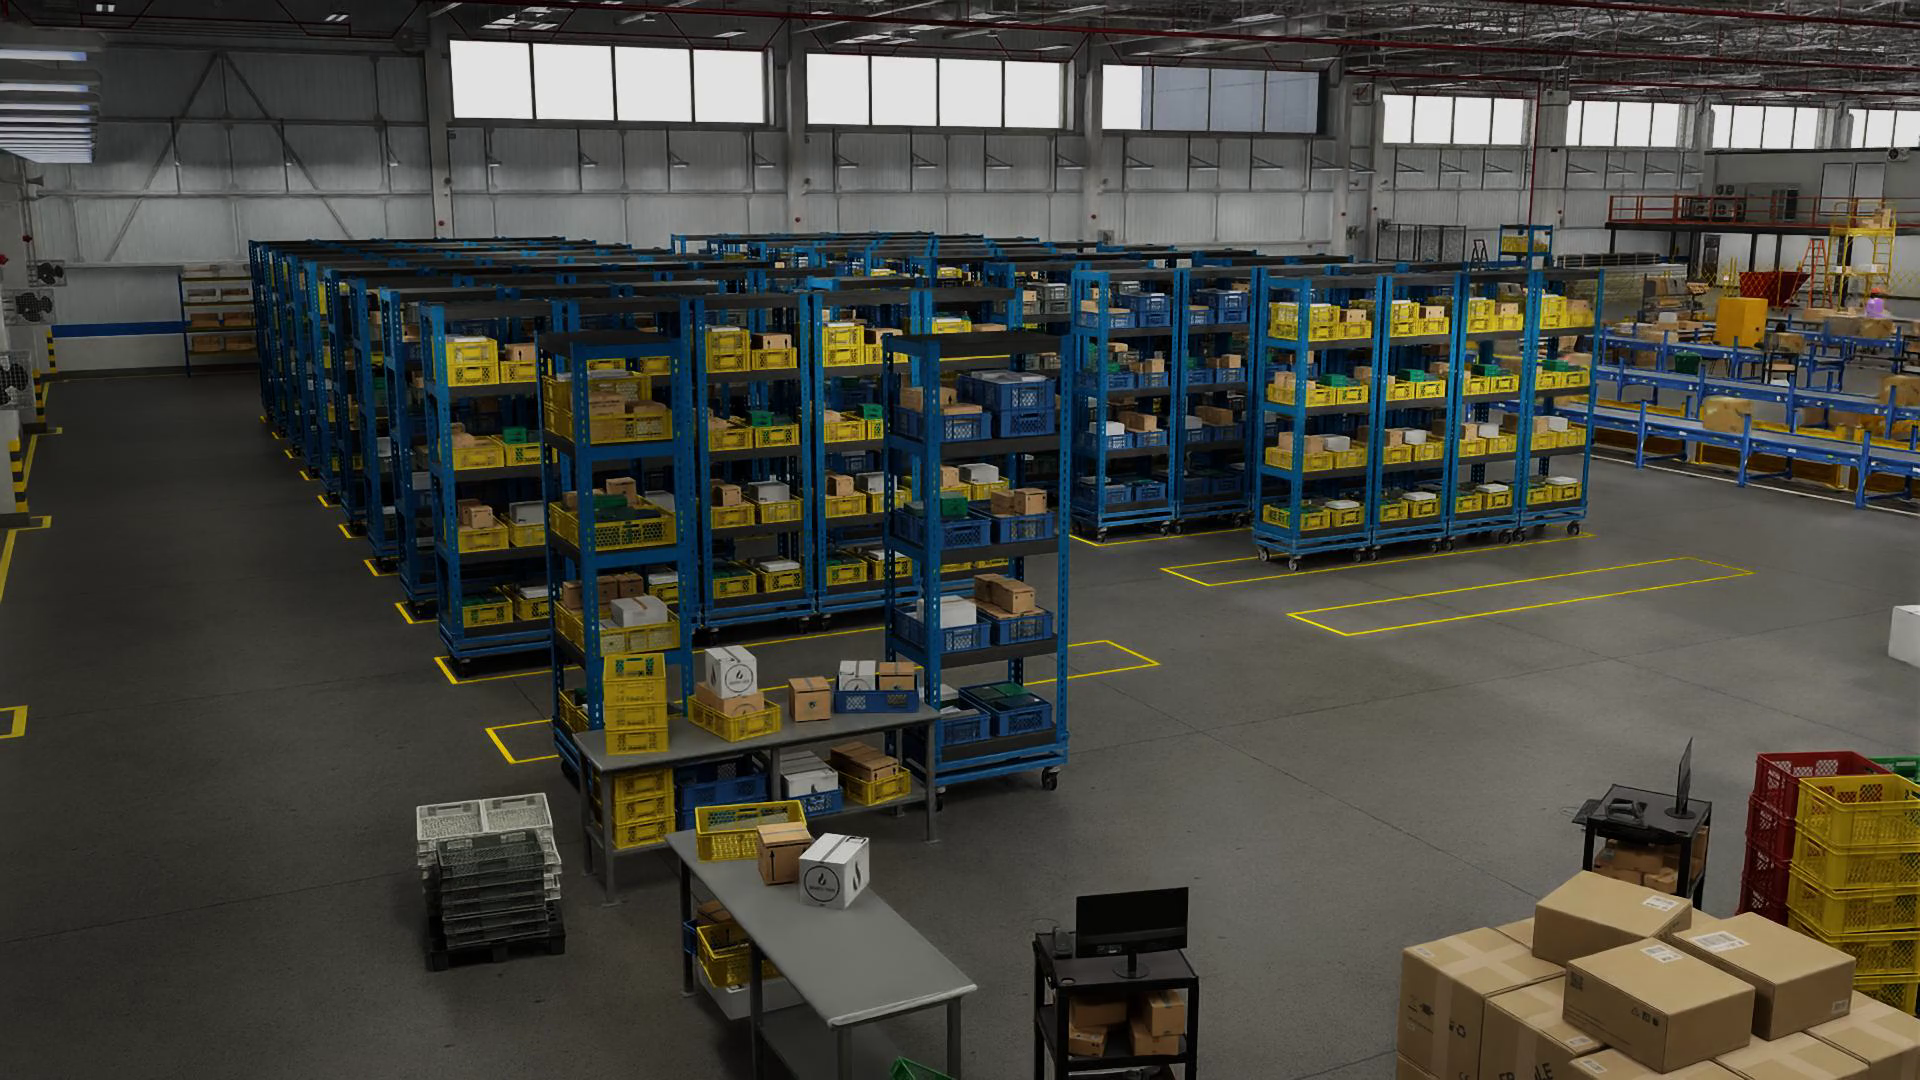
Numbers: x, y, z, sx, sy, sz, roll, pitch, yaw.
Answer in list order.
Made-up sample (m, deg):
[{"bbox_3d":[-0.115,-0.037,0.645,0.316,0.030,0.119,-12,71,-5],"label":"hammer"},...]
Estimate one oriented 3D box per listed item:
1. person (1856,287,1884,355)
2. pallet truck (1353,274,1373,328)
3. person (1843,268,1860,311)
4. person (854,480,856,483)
[{"bbox_3d":[25.255,-6.077,46.226,0.564,1.899,0.883,-5,13,-20],"label":"person"},{"bbox_3d":[13.011,-8.050,55.243,0.823,1.965,1.885,-7,14,-28],"label":"pallet truck"},{"bbox_3d":[32.321,-8.997,60.314,0.511,1.711,0.784,-6,14,-27],"label":"person"},{"bbox_3d":[-1.909,-1.861,26.268,0.949,2.014,0.624,6,13,25],"label":"person"}]
